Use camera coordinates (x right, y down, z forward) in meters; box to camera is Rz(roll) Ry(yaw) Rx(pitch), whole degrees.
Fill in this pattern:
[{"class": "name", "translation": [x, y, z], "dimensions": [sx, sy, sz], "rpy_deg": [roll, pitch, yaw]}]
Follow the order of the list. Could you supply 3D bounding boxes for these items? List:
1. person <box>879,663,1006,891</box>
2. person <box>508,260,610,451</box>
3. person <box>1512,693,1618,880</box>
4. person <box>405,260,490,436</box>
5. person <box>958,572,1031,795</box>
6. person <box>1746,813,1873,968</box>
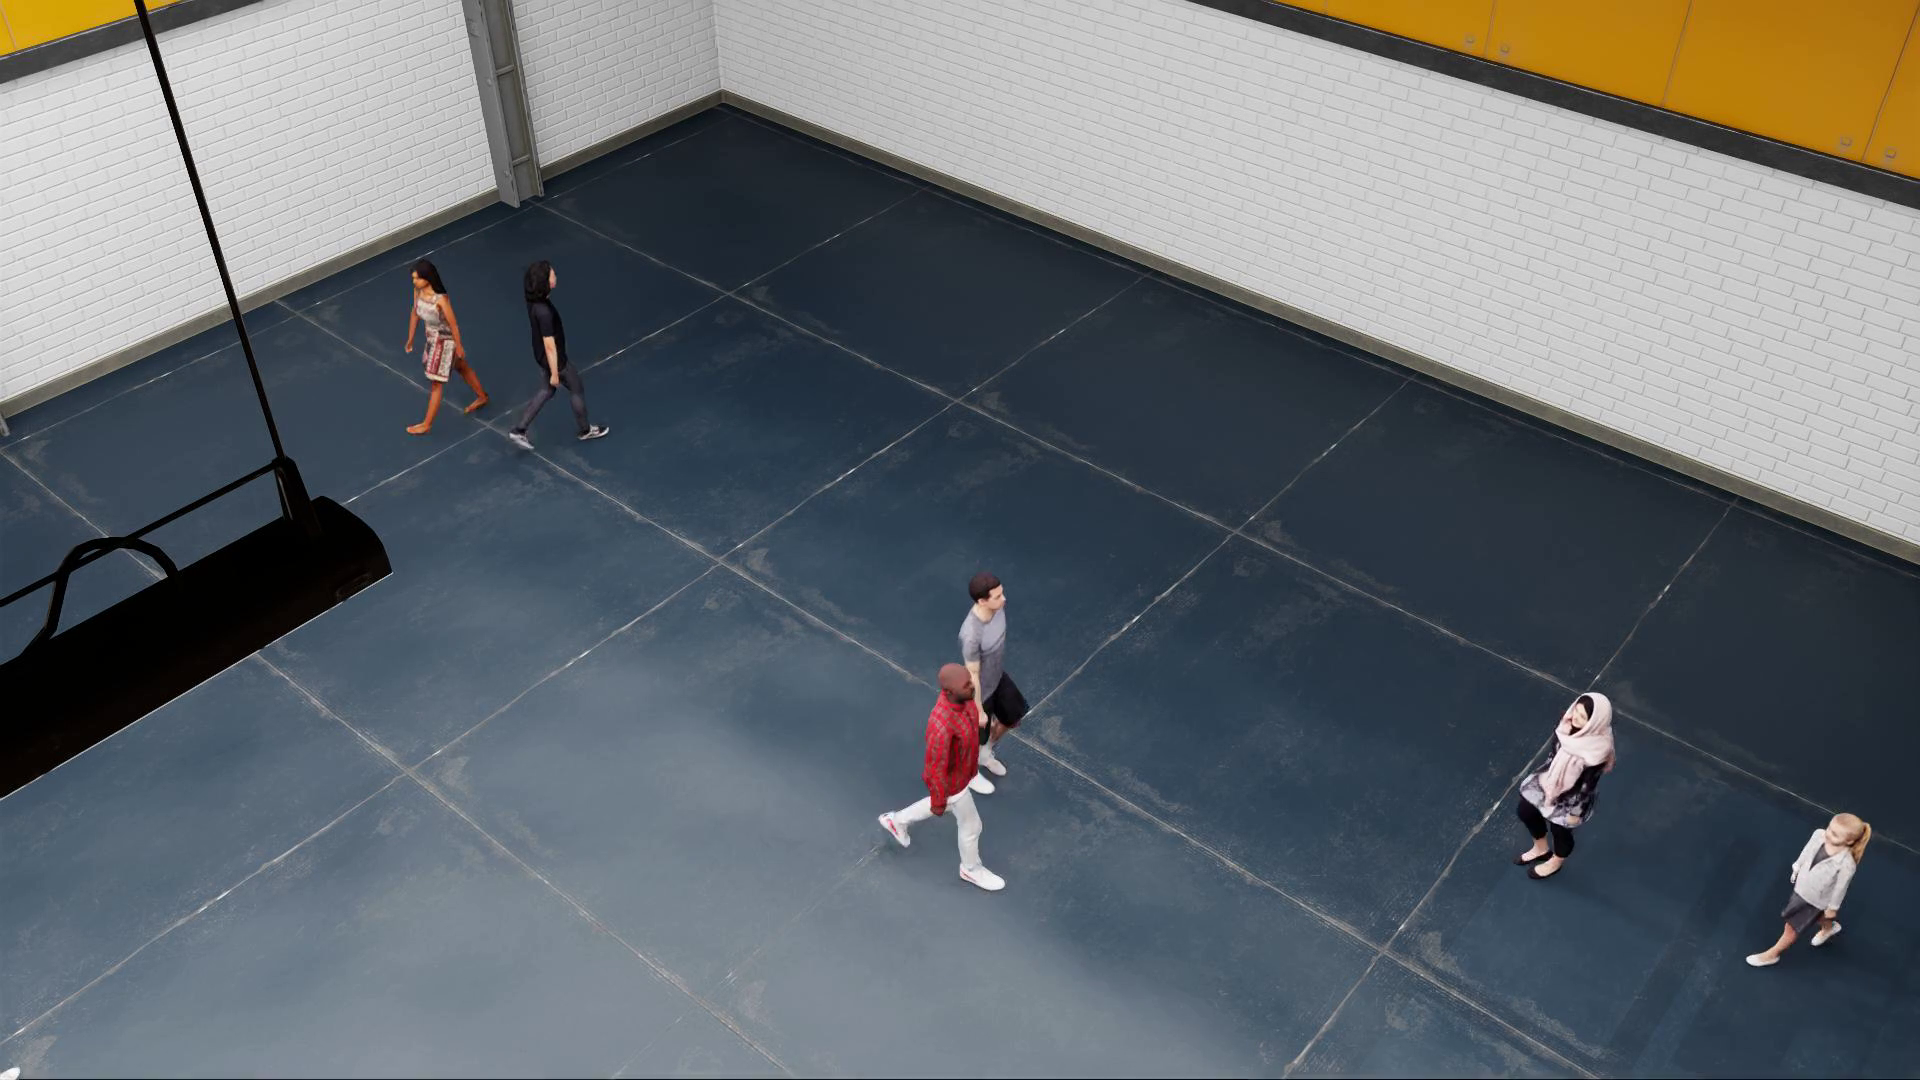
[{"class": "person", "translation": [-0.115, 1.433, 10.363], "dimensions": [1.025, 1.802, 1.163], "rpy_deg": [10, 40, 12]}, {"class": "person", "translation": [-3.545, -1.535, 14.081], "dimensions": [1.168, 1.800, 0.873], "rpy_deg": [-21, 43, -24]}, {"class": "person", "translation": [3.866, 1.531, 10.382], "dimensions": [0.843, 1.624, 0.793], "rpy_deg": [-9, 39, -11]}, {"class": "person", "translation": [-4.427, -1.754, 14.514], "dimensions": [0.671, 1.600, 1.101], "rpy_deg": [31, 48, 33]}, {"class": "person", "translation": [0.053, 0.922, 10.955], "dimensions": [0.773, 1.862, 0.635], "rpy_deg": [21, 43, 25]}, {"class": "person", "translation": [5.187, 2.094, 9.972], "dimensions": [0.909, 1.256, 0.822], "rpy_deg": [-5, 39, -6]}]
